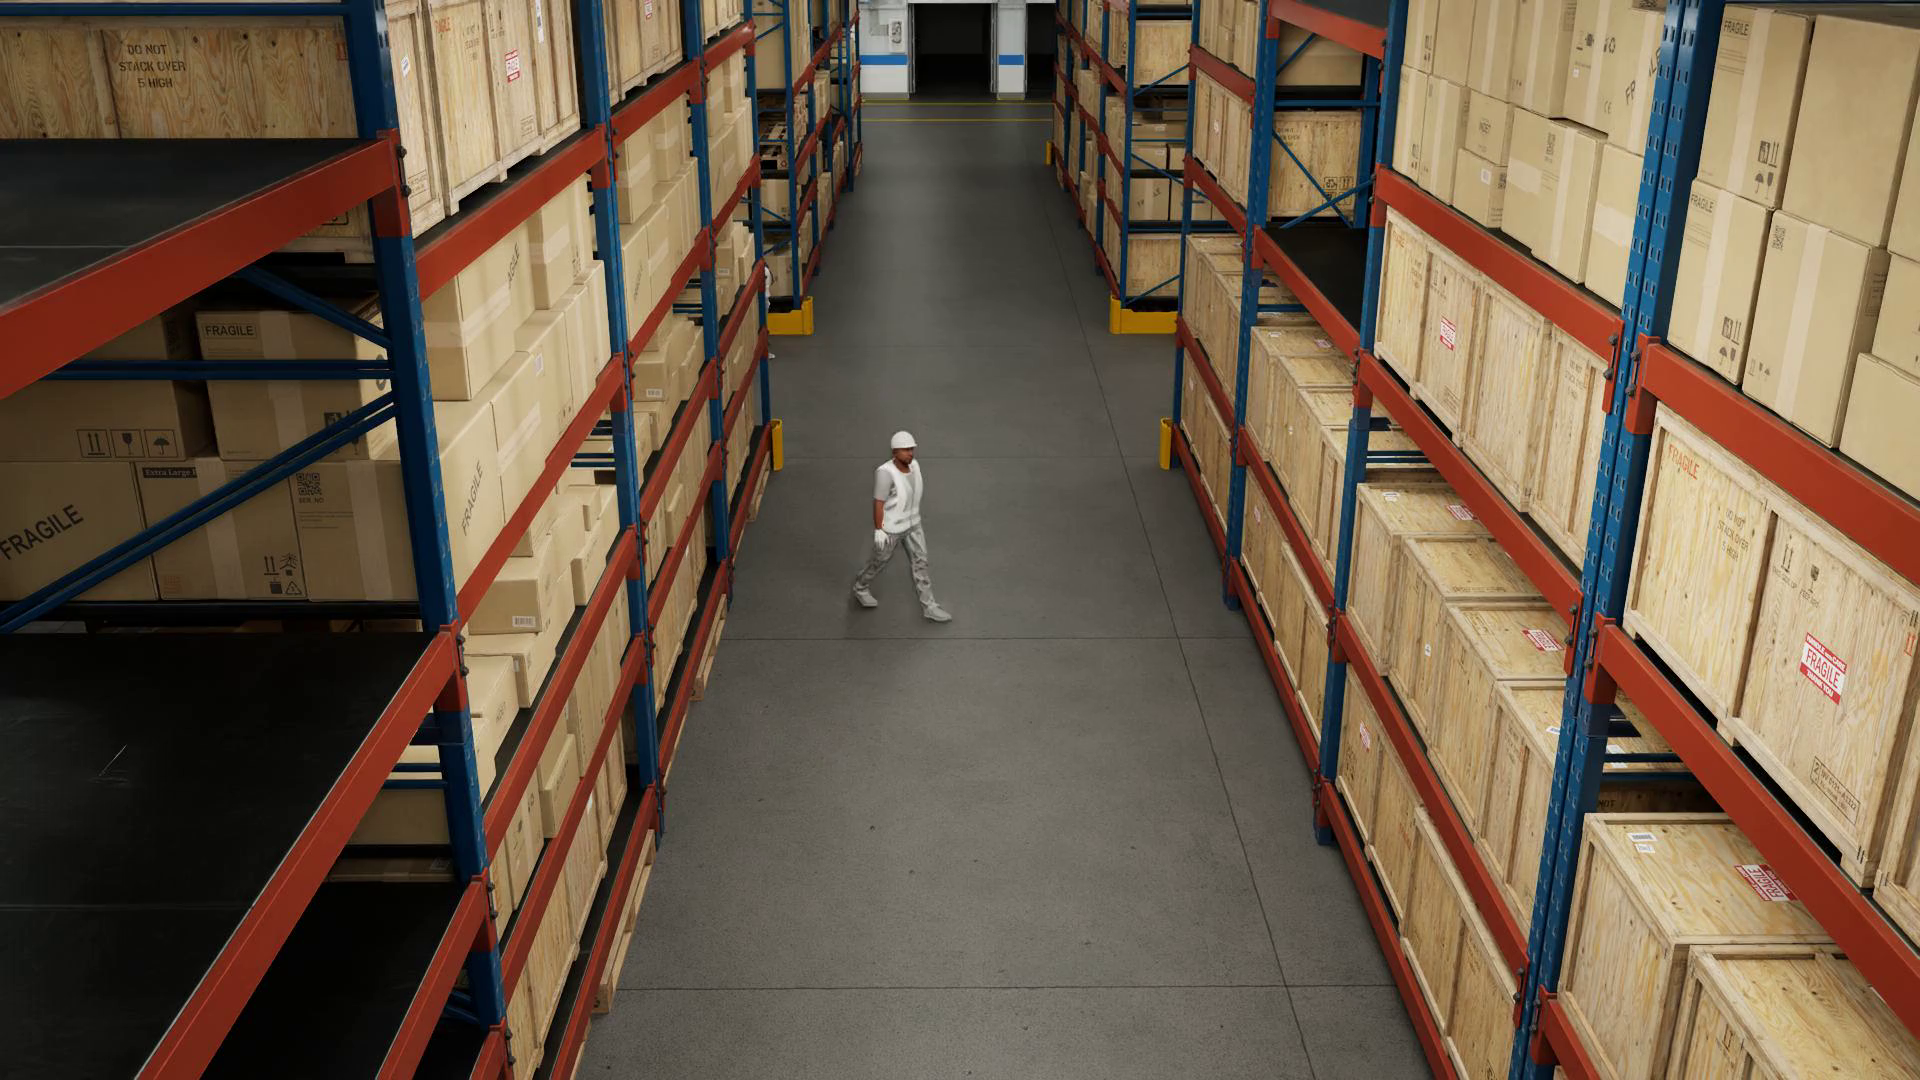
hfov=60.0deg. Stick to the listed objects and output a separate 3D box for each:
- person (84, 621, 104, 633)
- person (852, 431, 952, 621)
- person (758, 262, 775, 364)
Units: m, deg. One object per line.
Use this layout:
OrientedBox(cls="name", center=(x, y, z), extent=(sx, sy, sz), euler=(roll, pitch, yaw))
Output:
OrientedBox(cls="person", center=(-7.233, 0.216, 13.940), extent=(0.554, 1.783, 0.378), euler=(-5, 22, -12))
OrientedBox(cls="person", center=(-0.549, -0.147, 14.914), extent=(1.019, 1.749, 0.621), euler=(18, 28, 39))
OrientedBox(cls="person", center=(-2.798, -3.328, 23.060), extent=(0.335, 1.691, 0.465), euler=(11, 24, 25))
